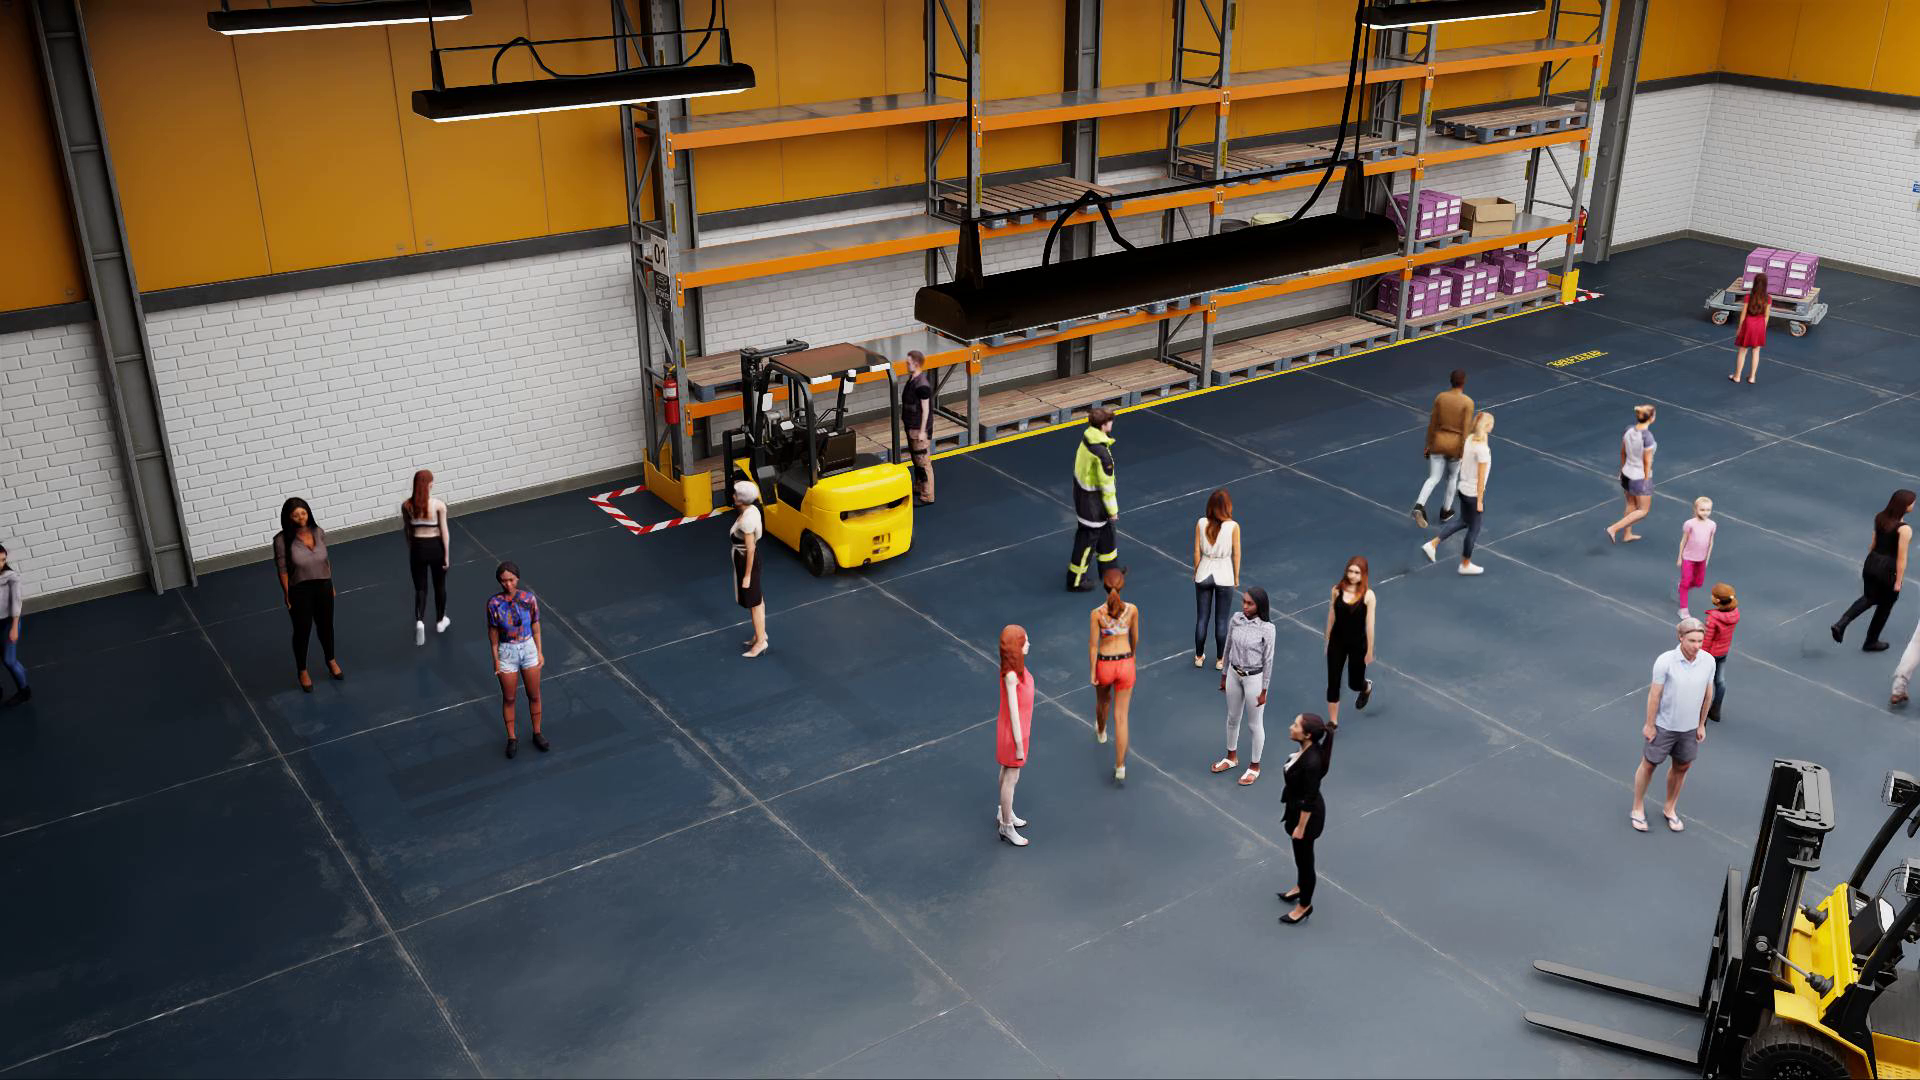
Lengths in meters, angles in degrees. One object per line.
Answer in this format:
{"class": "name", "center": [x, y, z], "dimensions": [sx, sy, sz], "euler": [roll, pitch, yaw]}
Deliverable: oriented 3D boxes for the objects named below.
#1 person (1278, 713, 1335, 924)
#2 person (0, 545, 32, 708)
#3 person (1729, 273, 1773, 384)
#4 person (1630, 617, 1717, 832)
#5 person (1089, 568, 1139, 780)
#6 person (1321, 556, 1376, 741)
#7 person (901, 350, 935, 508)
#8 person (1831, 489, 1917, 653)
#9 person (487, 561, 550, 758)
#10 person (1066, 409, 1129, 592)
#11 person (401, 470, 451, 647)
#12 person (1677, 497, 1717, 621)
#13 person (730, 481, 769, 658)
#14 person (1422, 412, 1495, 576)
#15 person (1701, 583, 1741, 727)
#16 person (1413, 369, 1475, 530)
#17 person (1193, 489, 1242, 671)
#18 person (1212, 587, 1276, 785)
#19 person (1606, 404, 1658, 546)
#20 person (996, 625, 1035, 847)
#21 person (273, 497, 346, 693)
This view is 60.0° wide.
{"class": "person", "center": [2.472, 1.969, 11.875], "dimensions": [0.741, 1.661, 0.678], "euler": [4, 24, 10]}
{"class": "person", "center": [-8.469, 0.753, 14.754], "dimensions": [0.708, 1.582, 0.821], "euler": [4, 24, 8]}
{"class": "person", "center": [11.114, -2.978, 23.327], "dimensions": [0.684, 1.552, 0.745], "euler": [4, 24, 8]}
{"class": "person", "center": [5.557, 1.412, 12.936], "dimensions": [0.669, 1.831, 0.774], "euler": [-1, 24, -2]}
{"class": "person", "center": [1.291, 1.131, 13.691], "dimensions": [1.165, 1.741, 1.065], "euler": [-1, 24, -3]}
{"class": "person", "center": [3.380, 0.887, 14.297], "dimensions": [0.755, 1.703, 0.991], "euler": [17, 29, 34]}
{"class": "person", "center": [-0.464, -1.309, 19.149], "dimensions": [0.706, 1.841, 0.752], "euler": [-7, 25, -15]}
{"class": "person", "center": [8.616, 0.312, 15.648], "dimensions": [0.963, 1.674, 0.787], "euler": [-5, 24, -12]}
{"class": "person", "center": [-3.725, 0.988, 14.016], "dimensions": [0.518, 1.743, 0.692], "euler": [-10, 26, -22]}
{"class": "person", "center": [1.274, -0.394, 16.908], "dimensions": [1.099, 1.959, 0.993], "euler": [-5, 24, -12]}
{"class": "person", "center": [-5.086, 0.195, 15.856], "dimensions": [1.070, 1.723, 0.993], "euler": [-2, 24, -4]}
{"class": "person", "center": [7.271, 0.153, 16.527], "dimensions": [0.729, 1.262, 0.760], "euler": [1, 24, 2]}
{"class": "person", "center": [-1.967, 0.270, 15.645], "dimensions": [0.727, 1.754, 0.720], "euler": [-1, 24, -1]}
{"class": "person", "center": [5.211, -0.463, 17.272], "dimensions": [0.995, 1.793, 0.855], "euler": [-2, 24, -4]}
{"class": "person", "center": [6.610, 0.994, 14.538], "dimensions": [0.472, 1.314, 0.606], "euler": [-11, 26, -23]}
{"class": "person", "center": [5.376, -0.976, 18.457], "dimensions": [0.925, 1.785, 1.211], "euler": [17, 29, 33]}
{"class": "person", "center": [2.358, 0.367, 15.385], "dimensions": [0.668, 1.785, 0.693], "euler": [9, 25, 19]}
{"class": "person", "center": [2.352, 1.168, 13.628], "dimensions": [0.635, 1.725, 0.570], "euler": [22, 32, 40]}
{"class": "person", "center": [7.261, -0.670, 17.980], "dimensions": [0.878, 1.606, 0.709], "euler": [-8, 25, -17]}
{"class": "person", "center": [0.401, 1.480, 12.784], "dimensions": [0.684, 1.828, 0.661], "euler": [0, 24, 0]}
{"class": "person", "center": [-5.916, 0.467, 15.085], "dimensions": [0.751, 1.841, 0.599], "euler": [21, 31, 39]}
